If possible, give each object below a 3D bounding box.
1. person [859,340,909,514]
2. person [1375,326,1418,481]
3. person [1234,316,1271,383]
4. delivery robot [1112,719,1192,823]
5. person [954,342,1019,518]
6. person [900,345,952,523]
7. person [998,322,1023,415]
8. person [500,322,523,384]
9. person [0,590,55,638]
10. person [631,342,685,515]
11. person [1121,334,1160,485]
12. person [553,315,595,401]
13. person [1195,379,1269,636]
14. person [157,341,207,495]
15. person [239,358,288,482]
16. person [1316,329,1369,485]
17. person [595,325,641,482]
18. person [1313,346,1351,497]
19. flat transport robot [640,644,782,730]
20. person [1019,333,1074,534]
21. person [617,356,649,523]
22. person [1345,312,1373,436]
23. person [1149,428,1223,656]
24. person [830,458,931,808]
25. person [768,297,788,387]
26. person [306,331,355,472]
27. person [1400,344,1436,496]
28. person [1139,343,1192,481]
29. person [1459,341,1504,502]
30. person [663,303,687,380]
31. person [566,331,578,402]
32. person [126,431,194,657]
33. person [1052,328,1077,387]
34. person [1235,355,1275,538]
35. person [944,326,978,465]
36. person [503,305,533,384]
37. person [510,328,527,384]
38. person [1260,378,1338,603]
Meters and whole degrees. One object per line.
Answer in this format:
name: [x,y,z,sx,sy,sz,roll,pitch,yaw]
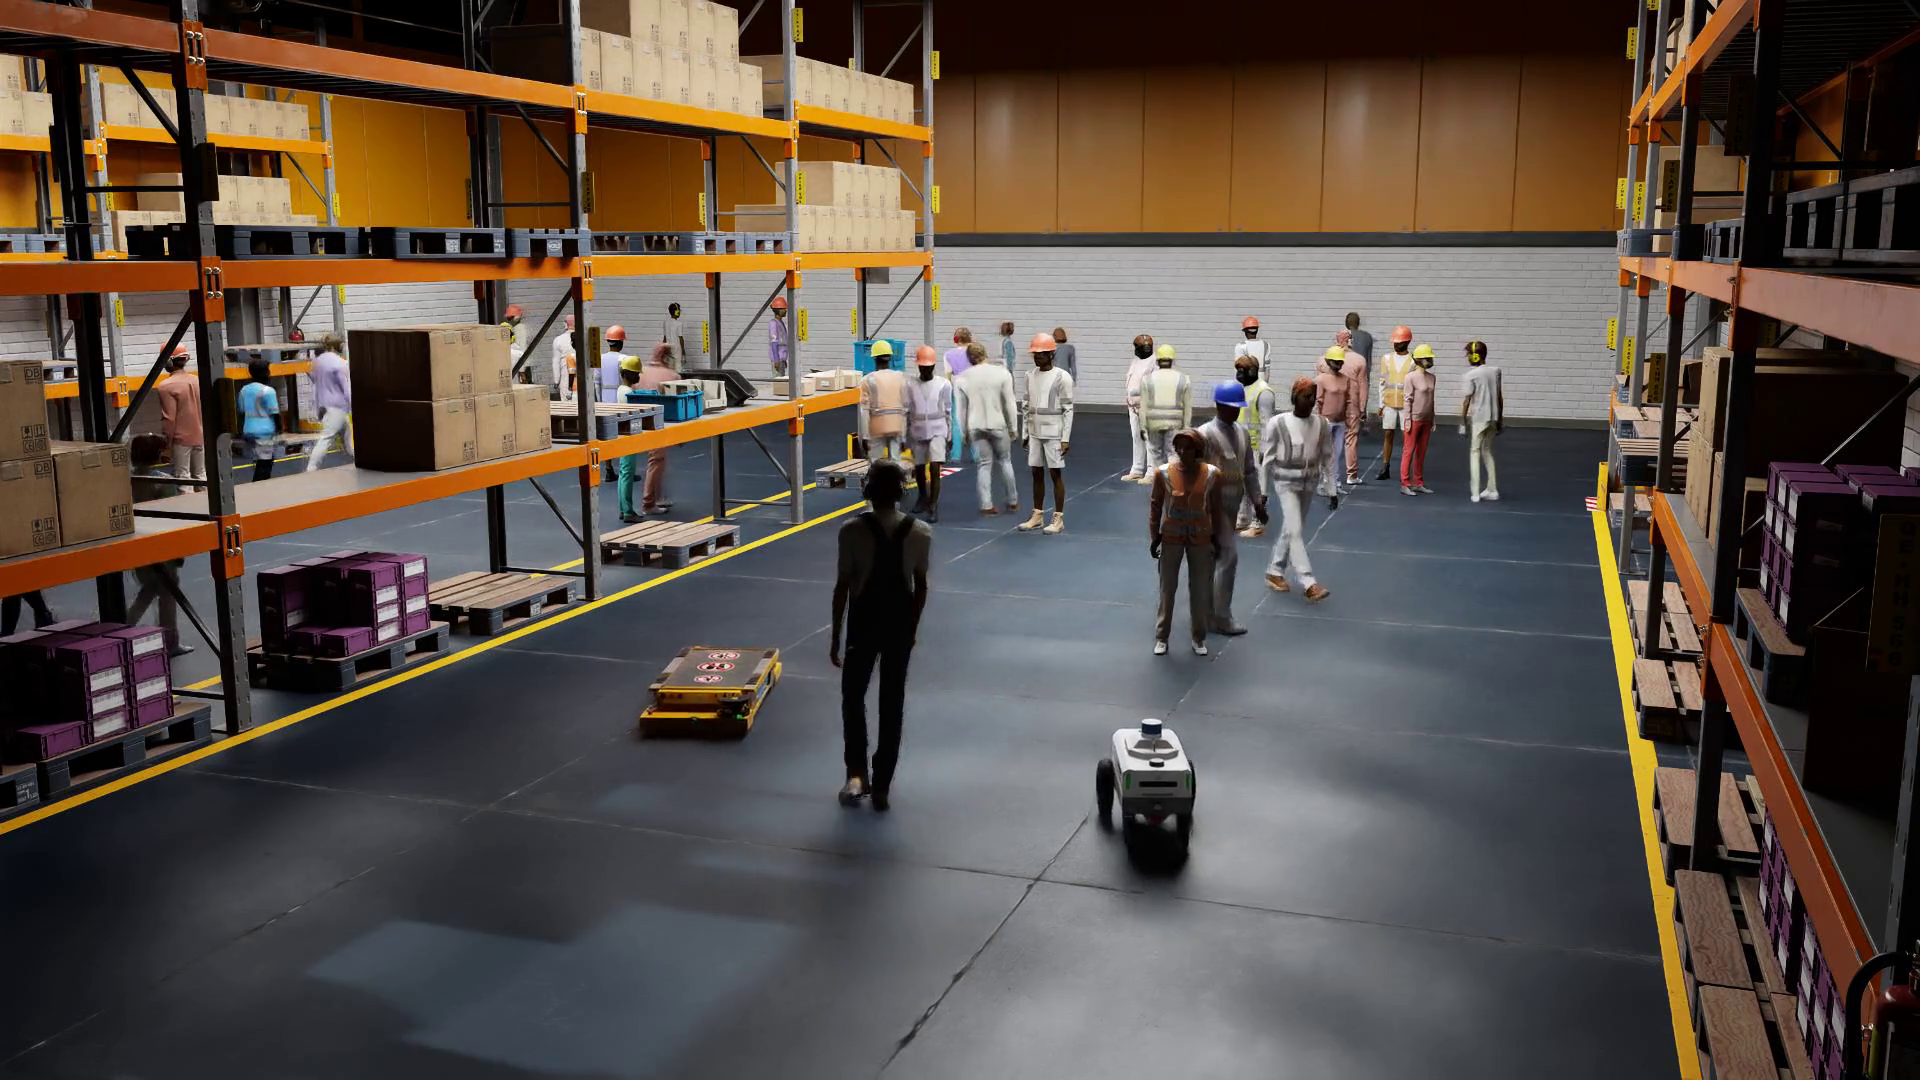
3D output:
person: [-0.808,-1.175,17.775,0.603,1.920,0.417,-4,11,-22]
person: [5.449,-1.687,20.631,0.542,1.931,0.376,6,12,31]
person: [4.062,-2.156,23.280,0.543,1.928,0.372,-3,11,-17]
delivery robot: [0.955,1.139,8.322,0.477,0.478,0.707,0,10,1]
person: [0.318,-1.198,18.035,0.703,1.880,0.715,2,10,13]
person: [-0.351,-1.154,17.783,0.562,1.896,0.817,1,10,4]
person: [0.744,-2.931,28.515,0.643,1.619,0.521,-1,10,-7]
person: [-6.947,-2.462,25.521,0.487,1.744,0.294,-1,10,-5]
person: [-6.769,-0.113,11.837,0.607,1.918,1.023,1,10,8]
person: [-3.312,-1.209,18.139,0.653,1.874,0.561,7,12,34]
person: [2.250,-1.601,20.419,0.429,1.837,0.621,-6,11,-28]
person: [-5.706,-2.379,24.644,0.652,1.895,0.401,-5,11,-27]
person: [2.048,-0.245,12.516,0.675,1.923,0.605,9,14,42]
person: [-7.682,-0.975,16.436,0.395,1.993,0.616,2,10,14]
person: [-7.691,-1.173,18.441,0.537,1.678,0.575,7,12,36]
person: [4.682,-1.622,20.352,0.639,1.902,0.406,5,11,27]
person: [-4.225,-1.672,20.524,0.543,1.939,0.361,4,11,19]
person: [4.343,-1.381,19.388,0.524,1.763,0.324,-6,11,-29]
flat transport robot: [-1.563,0.921,10.617,0.652,0.197,1.431,0,10,2]
person: [0.855,-1.075,16.868,0.611,2.042,0.395,9,14,42]
person: [-3.477,-1.062,17.597,0.326,1.760,0.524,-3,11,-18]
person: [5.960,-2.489,25.165,0.639,1.921,0.753,-3,10,-14]
person: [1.611,0.016,11.866,0.523,1.636,0.311,1,10,3]
person: [-0.418,0.488,8.696,0.546,1.818,0.446,-3,10,-14]
person: [-3.046,-3.083,28.177,0.371,2.044,0.608,1,10,5]
person: [-7.653,-1.623,20.431,1.044,1.887,0.645,-10,14,-43]
person: [5.390,-1.405,19.495,0.526,1.772,0.304,-8,13,-37]
person: [2.340,-1.334,18.974,0.601,1.811,0.664,1,10,4]
person: [5.960,-1.344,18.980,0.583,1.849,0.371,-5,11,-26]
person: [-5.207,-3.403,30.465,0.518,1.872,0.326,7,12,35]
person: [-5.481,-2.167,23.990,0.317,1.695,0.540,5,11,27]
person: [-5.699,0.053,11.684,0.530,1.622,0.464,4,11,21]
person: [1.556,-2.591,26.643,0.530,1.587,0.831,-4,11,-19]
person: [2.902,-0.939,16.709,0.430,1.832,0.645,-4,11,-21]
person: [0.056,-1.922,22.203,0.570,1.840,0.372,-4,11,-20]
person: [-7.143,-2.853,27.152,0.996,1.958,0.617,-7,12,-34]
person: [-5.927,-1.878,21.876,0.510,1.872,0.327,-1,10,-6]
person: [2.834,-0.417,13.763,0.597,1.824,1.000,-4,11,-21]
